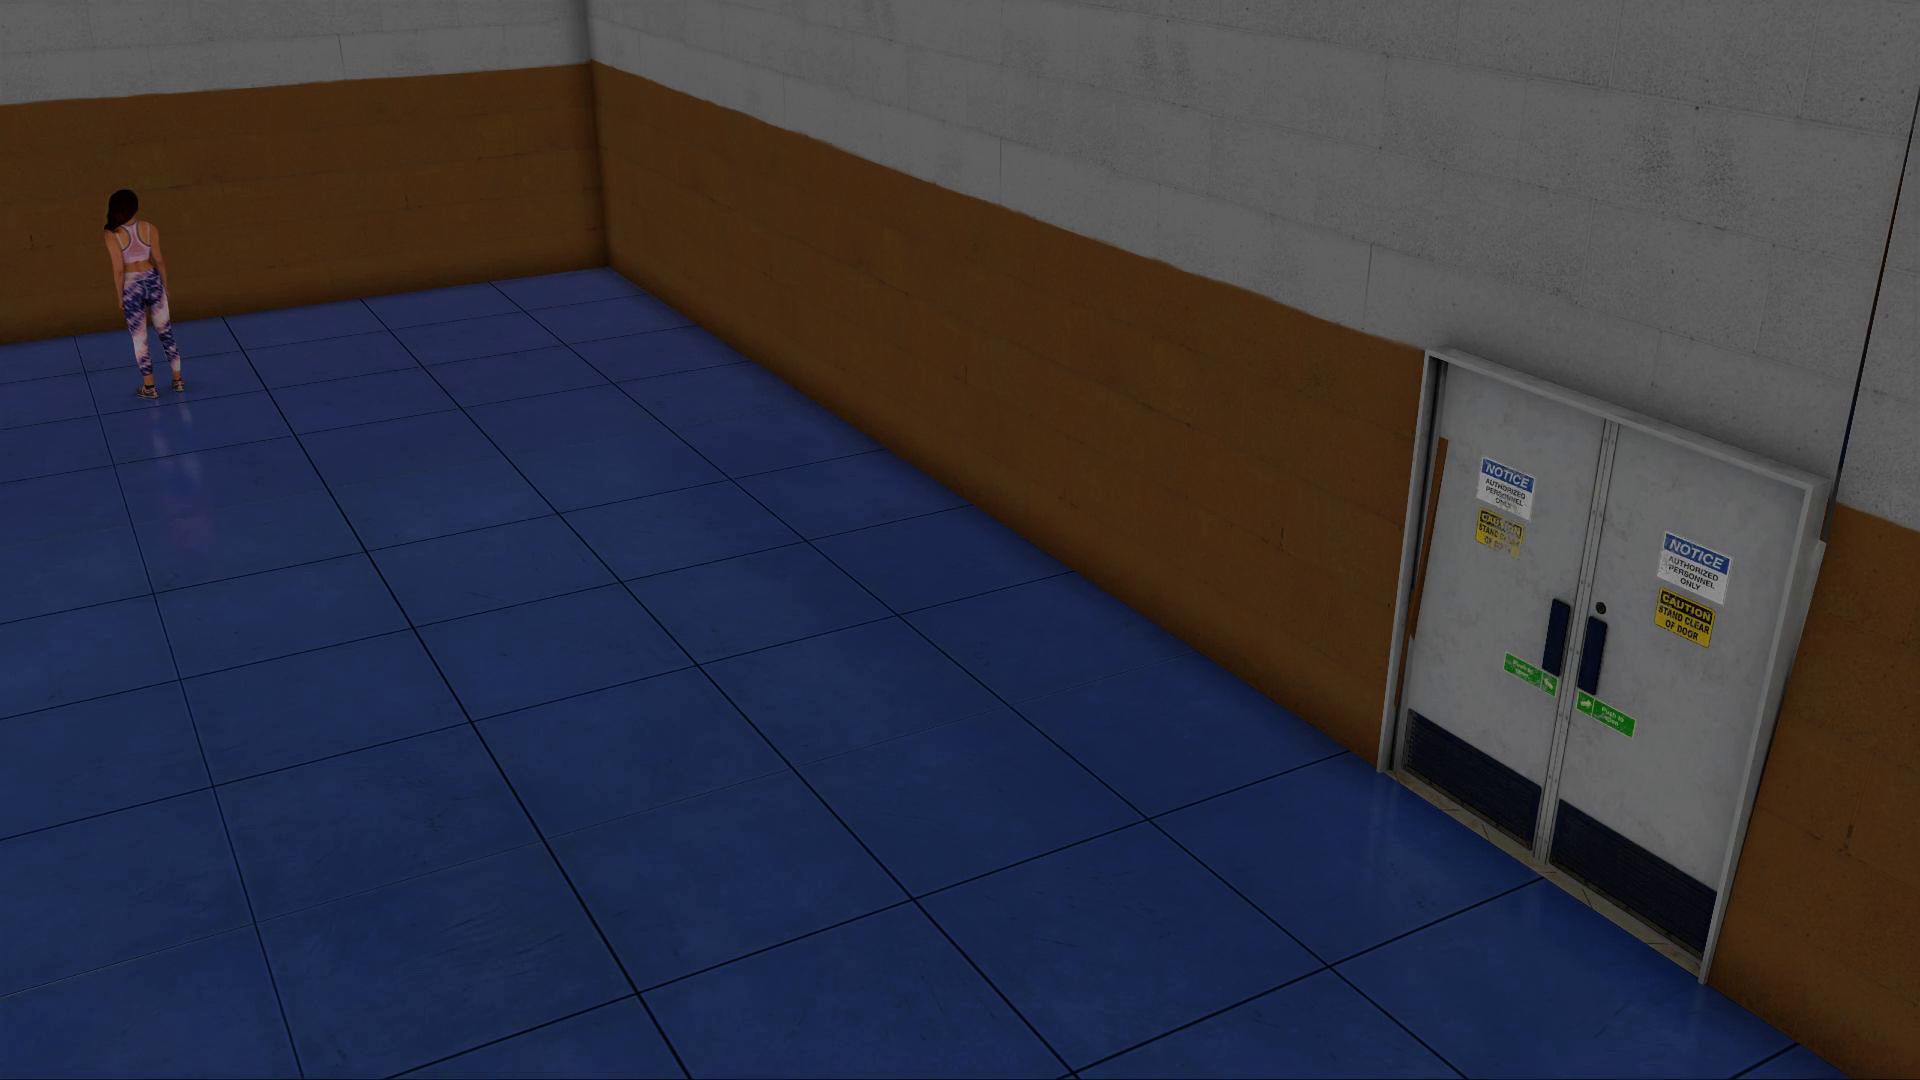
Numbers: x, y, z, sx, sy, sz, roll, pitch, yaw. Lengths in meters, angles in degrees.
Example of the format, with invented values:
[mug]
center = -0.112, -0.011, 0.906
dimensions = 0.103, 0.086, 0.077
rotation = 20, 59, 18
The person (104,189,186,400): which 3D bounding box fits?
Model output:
[person]
center = -6.899, -2.085, 14.040
dimensions = 0.705, 1.767, 0.563
rotation = 21, 31, 40
